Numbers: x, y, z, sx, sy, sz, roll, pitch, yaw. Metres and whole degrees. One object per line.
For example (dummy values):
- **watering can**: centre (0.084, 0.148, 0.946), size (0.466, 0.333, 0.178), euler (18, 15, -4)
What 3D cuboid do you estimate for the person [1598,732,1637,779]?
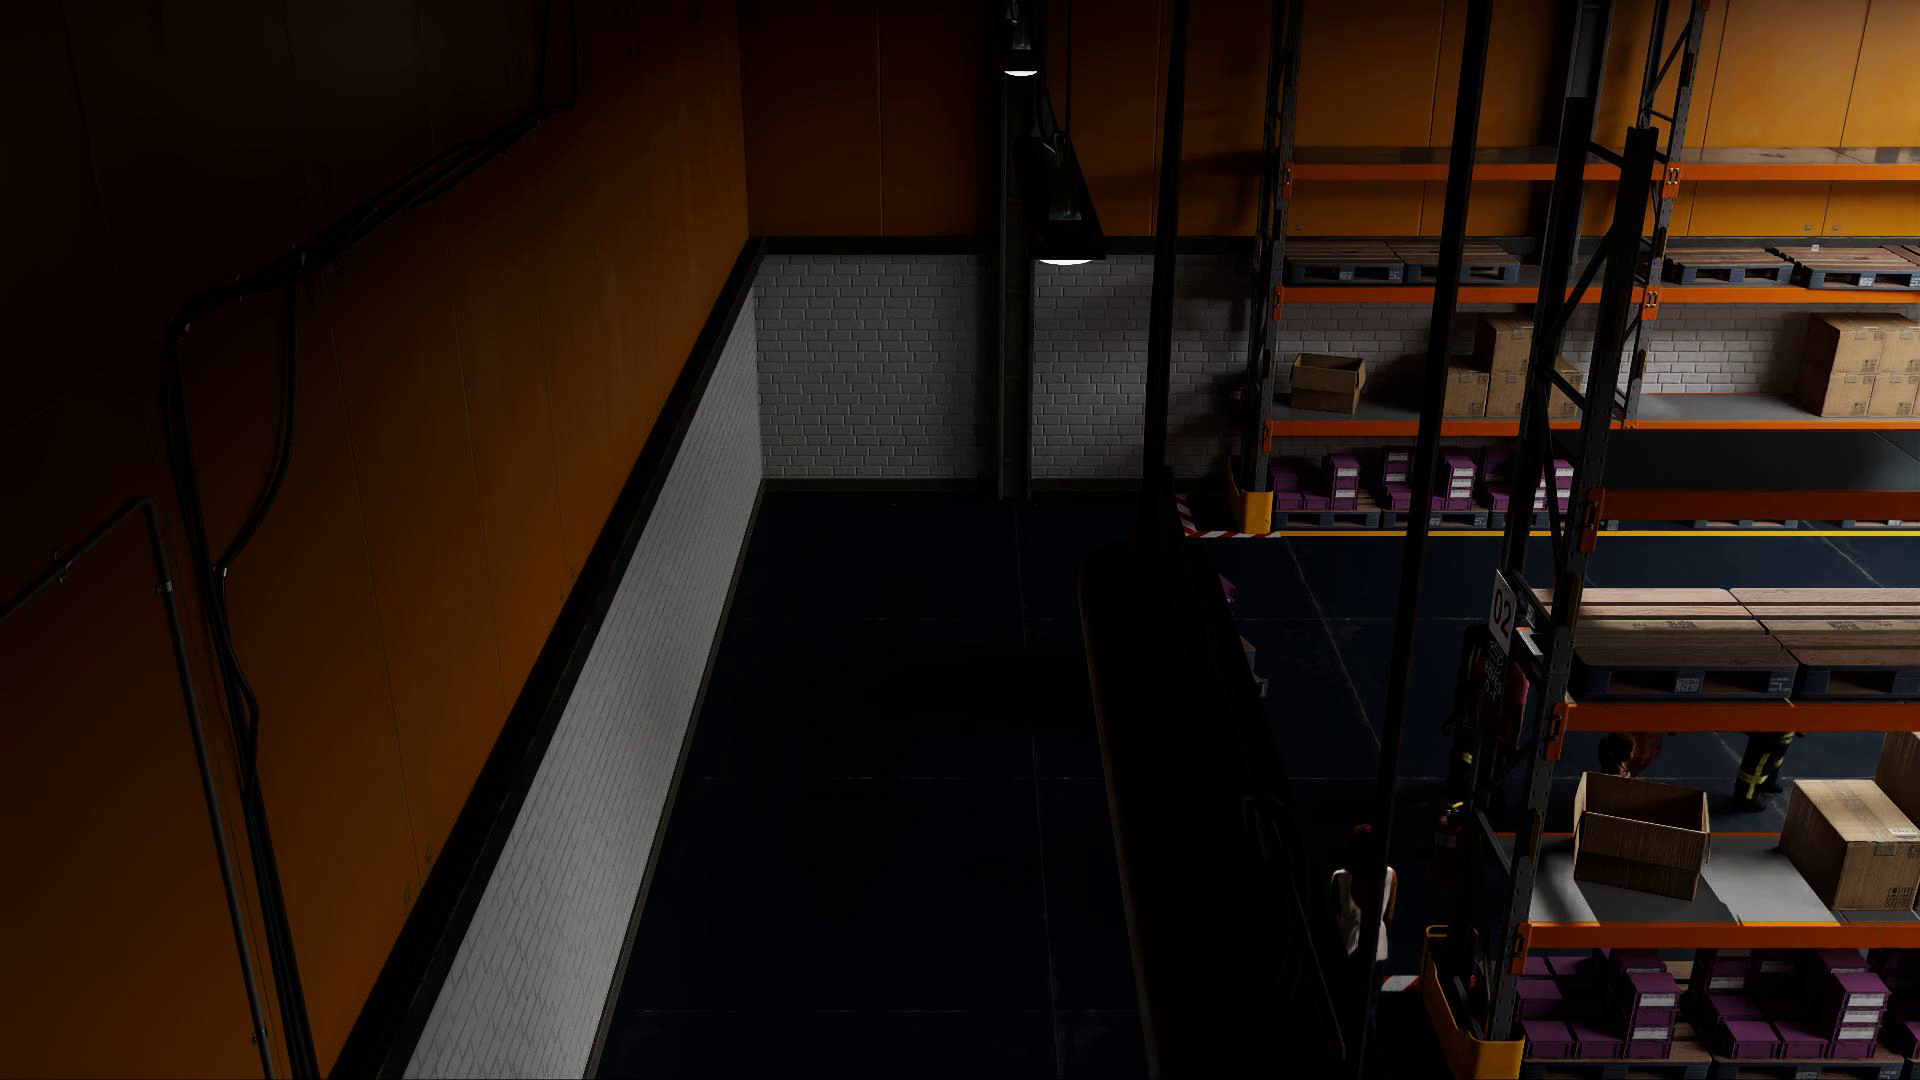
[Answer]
- **person**: centre (4.794, 1.989, 12.295), size (0.563, 1.305, 0.574), euler (5, 24, 12)

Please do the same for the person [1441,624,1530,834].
- **person**: centre (4.166, 1.471, 12.701), size (1.035, 1.929, 0.859), euler (-6, 24, -13)

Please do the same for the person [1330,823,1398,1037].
- **person**: centre (2.501, 2.607, 10.319), size (1.039, 1.755, 0.734), euler (4, 24, 8)

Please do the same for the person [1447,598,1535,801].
- **person**: centre (4.195, 1.291, 13.276), size (1.110, 1.798, 1.108), euler (11, 26, 24)
